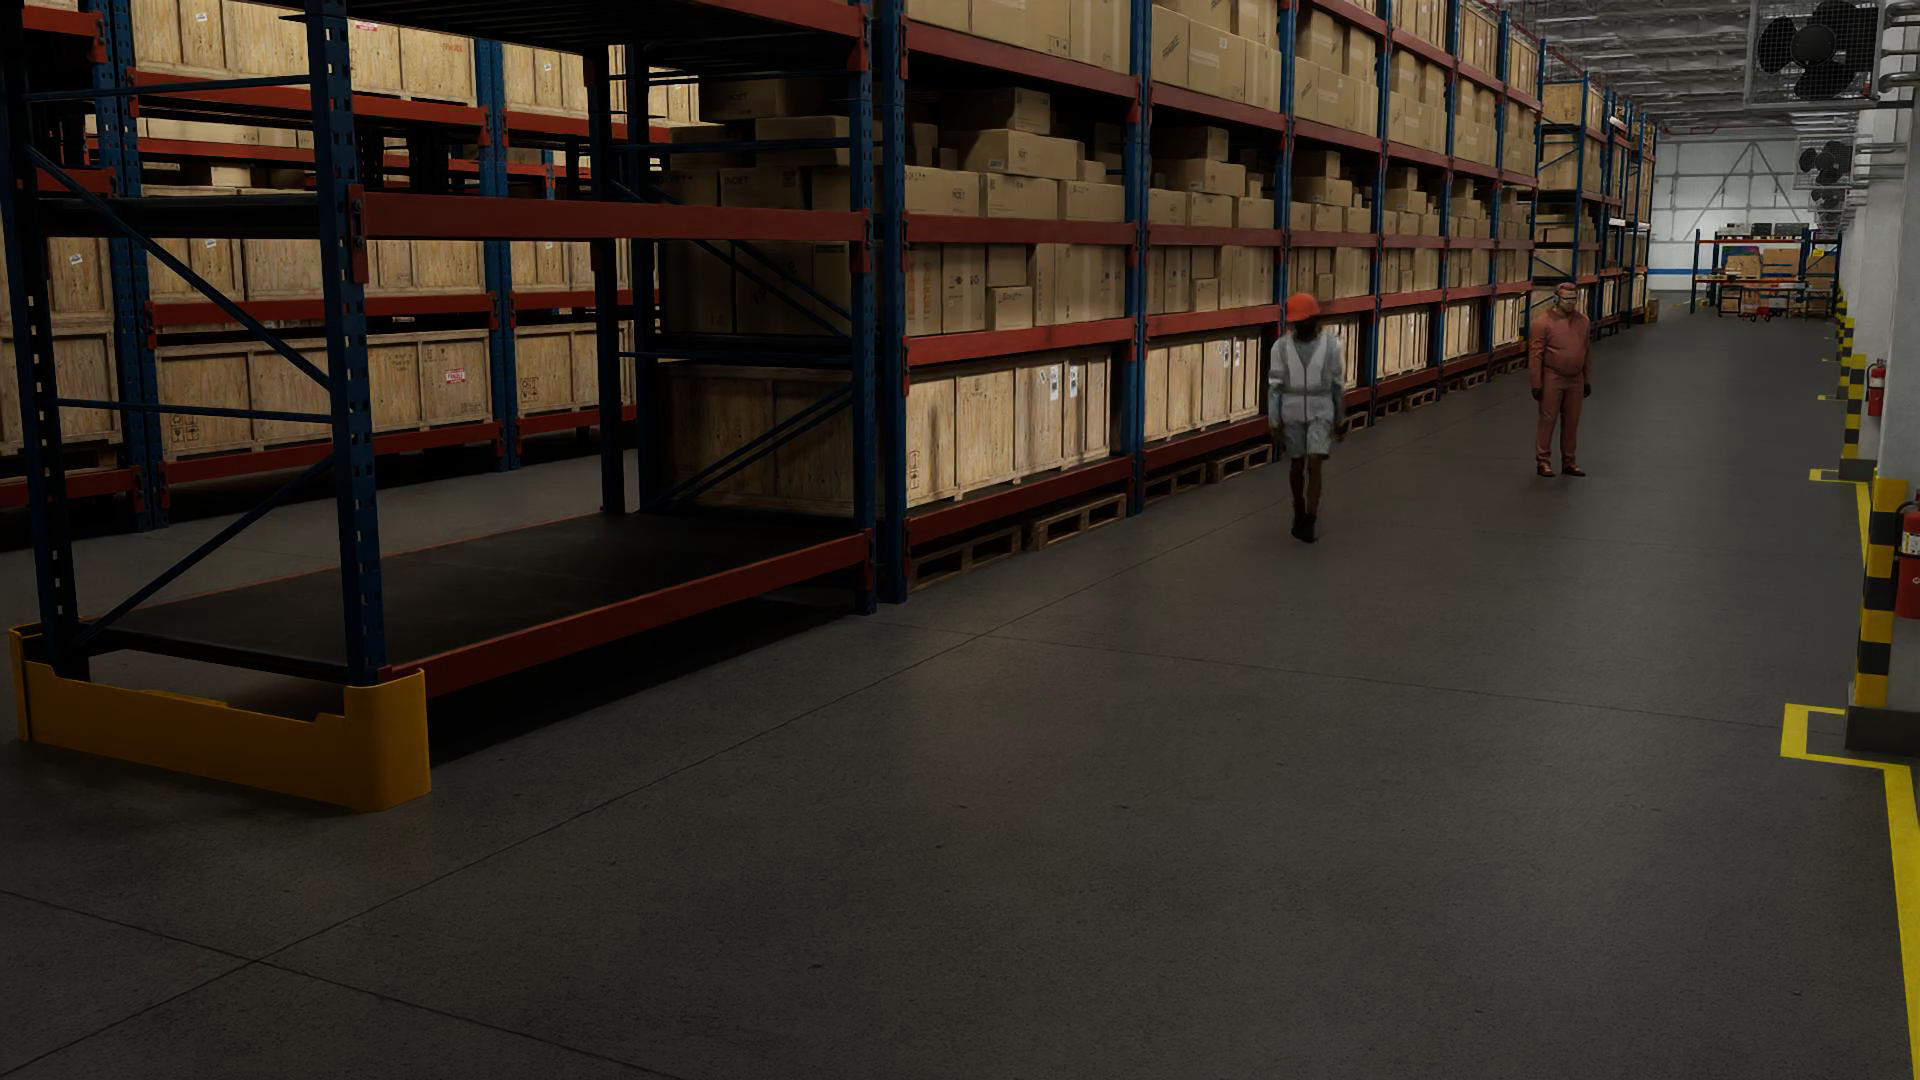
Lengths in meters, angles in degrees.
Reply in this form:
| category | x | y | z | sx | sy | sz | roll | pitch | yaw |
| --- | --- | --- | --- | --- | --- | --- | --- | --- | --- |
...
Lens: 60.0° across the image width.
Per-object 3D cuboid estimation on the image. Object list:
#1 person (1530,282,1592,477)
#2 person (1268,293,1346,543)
| category | x | y | z | sx | sy | sz | roll | pitch | yaw |
| --- | --- | --- | --- | --- | --- | --- | --- | --- | --- |
| person | 5.857 | -1.552 | 16.200 | 0.656 | 1.894 | 0.401 | -3 | 10 | -15 |
| person | 2.651 | -0.936 | 12.674 | 0.586 | 1.874 | 1.021 | 3 | 10 | 17 |
